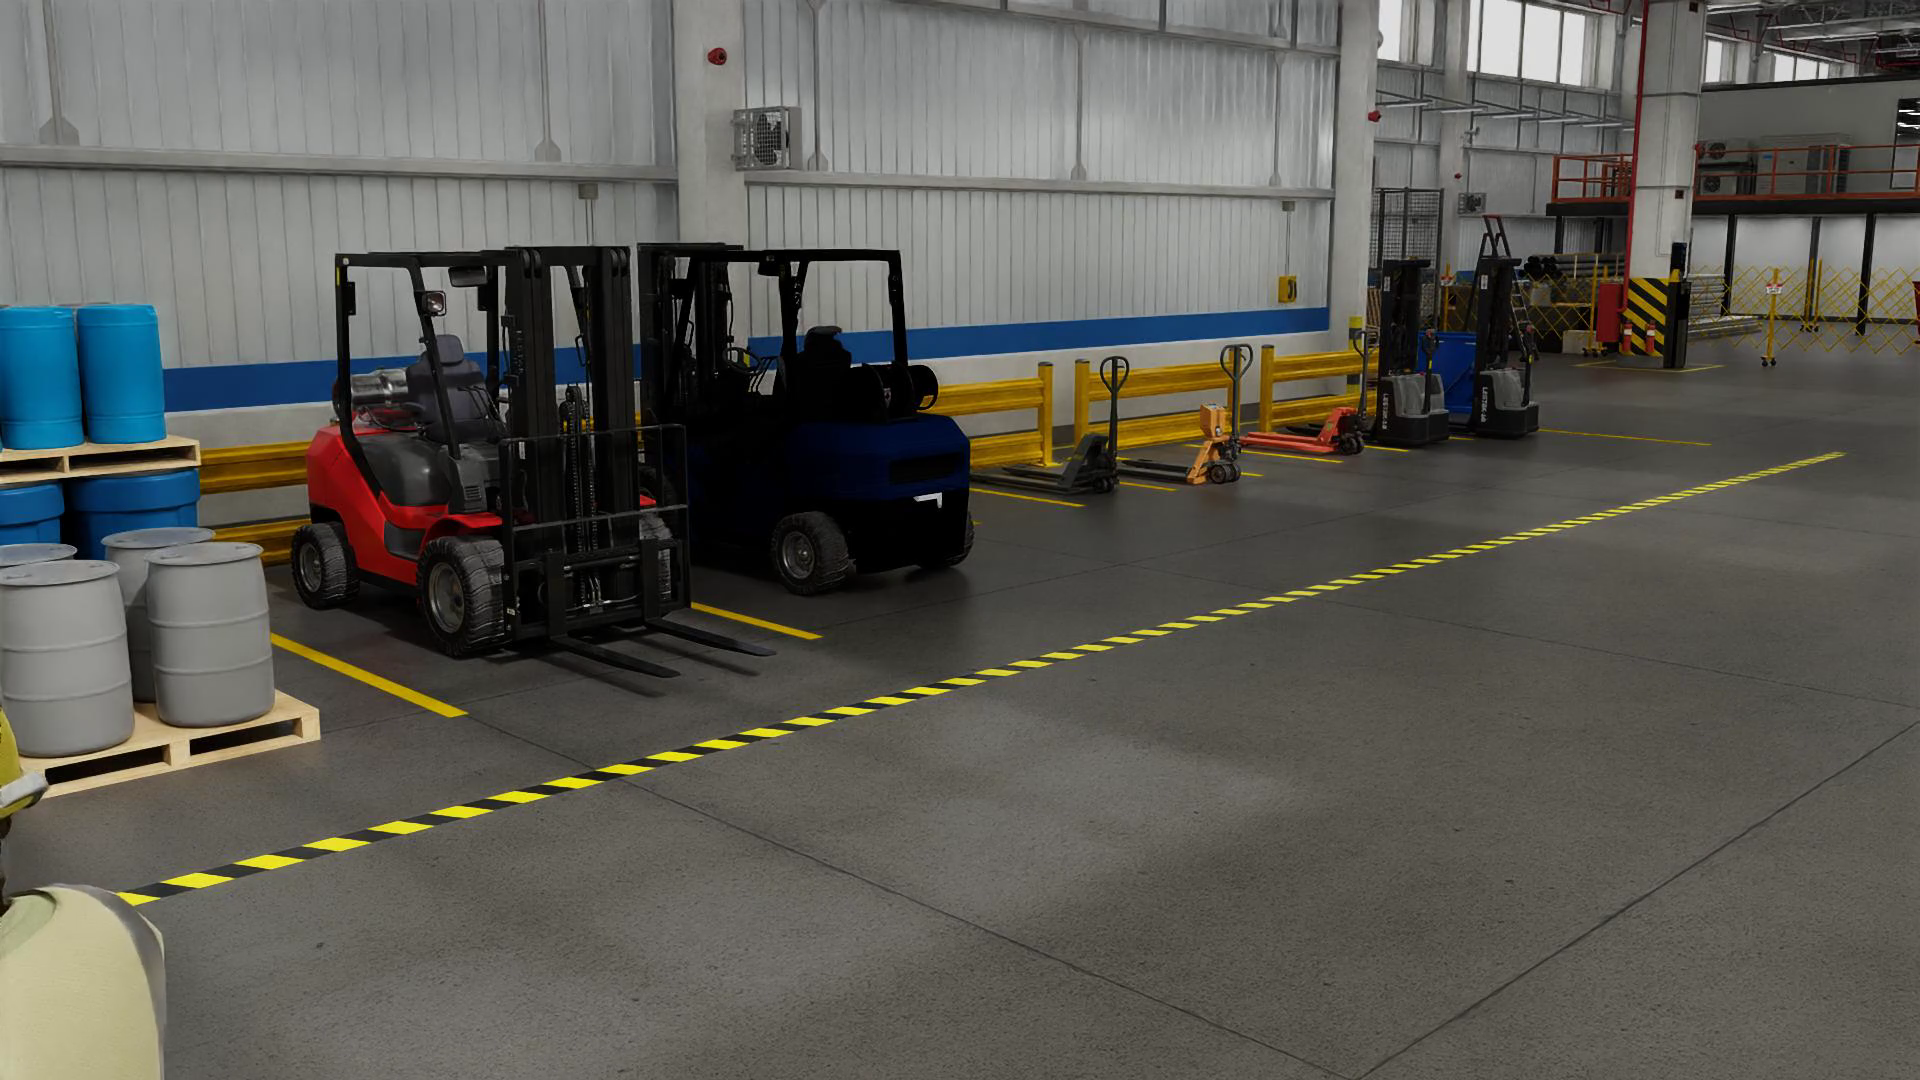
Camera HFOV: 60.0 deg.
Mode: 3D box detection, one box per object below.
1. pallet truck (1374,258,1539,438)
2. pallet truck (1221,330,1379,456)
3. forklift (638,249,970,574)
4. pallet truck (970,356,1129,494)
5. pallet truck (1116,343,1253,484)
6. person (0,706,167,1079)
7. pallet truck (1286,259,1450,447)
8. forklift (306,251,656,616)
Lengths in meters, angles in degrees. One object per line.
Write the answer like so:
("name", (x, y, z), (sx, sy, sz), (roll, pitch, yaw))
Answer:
("pallet truck", (5.704, -2.208, 18.901), (1.885, 1.965, 0.823), (10, 14, 43))
("pallet truck", (3.563, -1.581, 17.381), (0.653, 1.274, 1.630), (-10, 14, -44))
("forklift", (-1.173, -0.958, 11.239), (2.680, 1.987, 1.157), (10, 14, 43))
("pallet truck", (0.784, -1.085, 14.876), (0.680, 1.201, 1.601), (-10, 14, -44))
("pallet truck", (1.962, -1.215, 15.415), (1.522, 1.261, 0.704), (10, 14, 43))
("person", (-1.058, 1.009, 1.805), (0.404, 1.834, 0.591), (0, 10, -2))
("pallet truck", (4.493, -2.078, 18.196), (0.823, 1.965, 1.885), (-9, 14, -40))
("forklift", (-2.833, -0.669, 9.694), (1.157, 1.987, 2.680), (-10, 14, -44))
